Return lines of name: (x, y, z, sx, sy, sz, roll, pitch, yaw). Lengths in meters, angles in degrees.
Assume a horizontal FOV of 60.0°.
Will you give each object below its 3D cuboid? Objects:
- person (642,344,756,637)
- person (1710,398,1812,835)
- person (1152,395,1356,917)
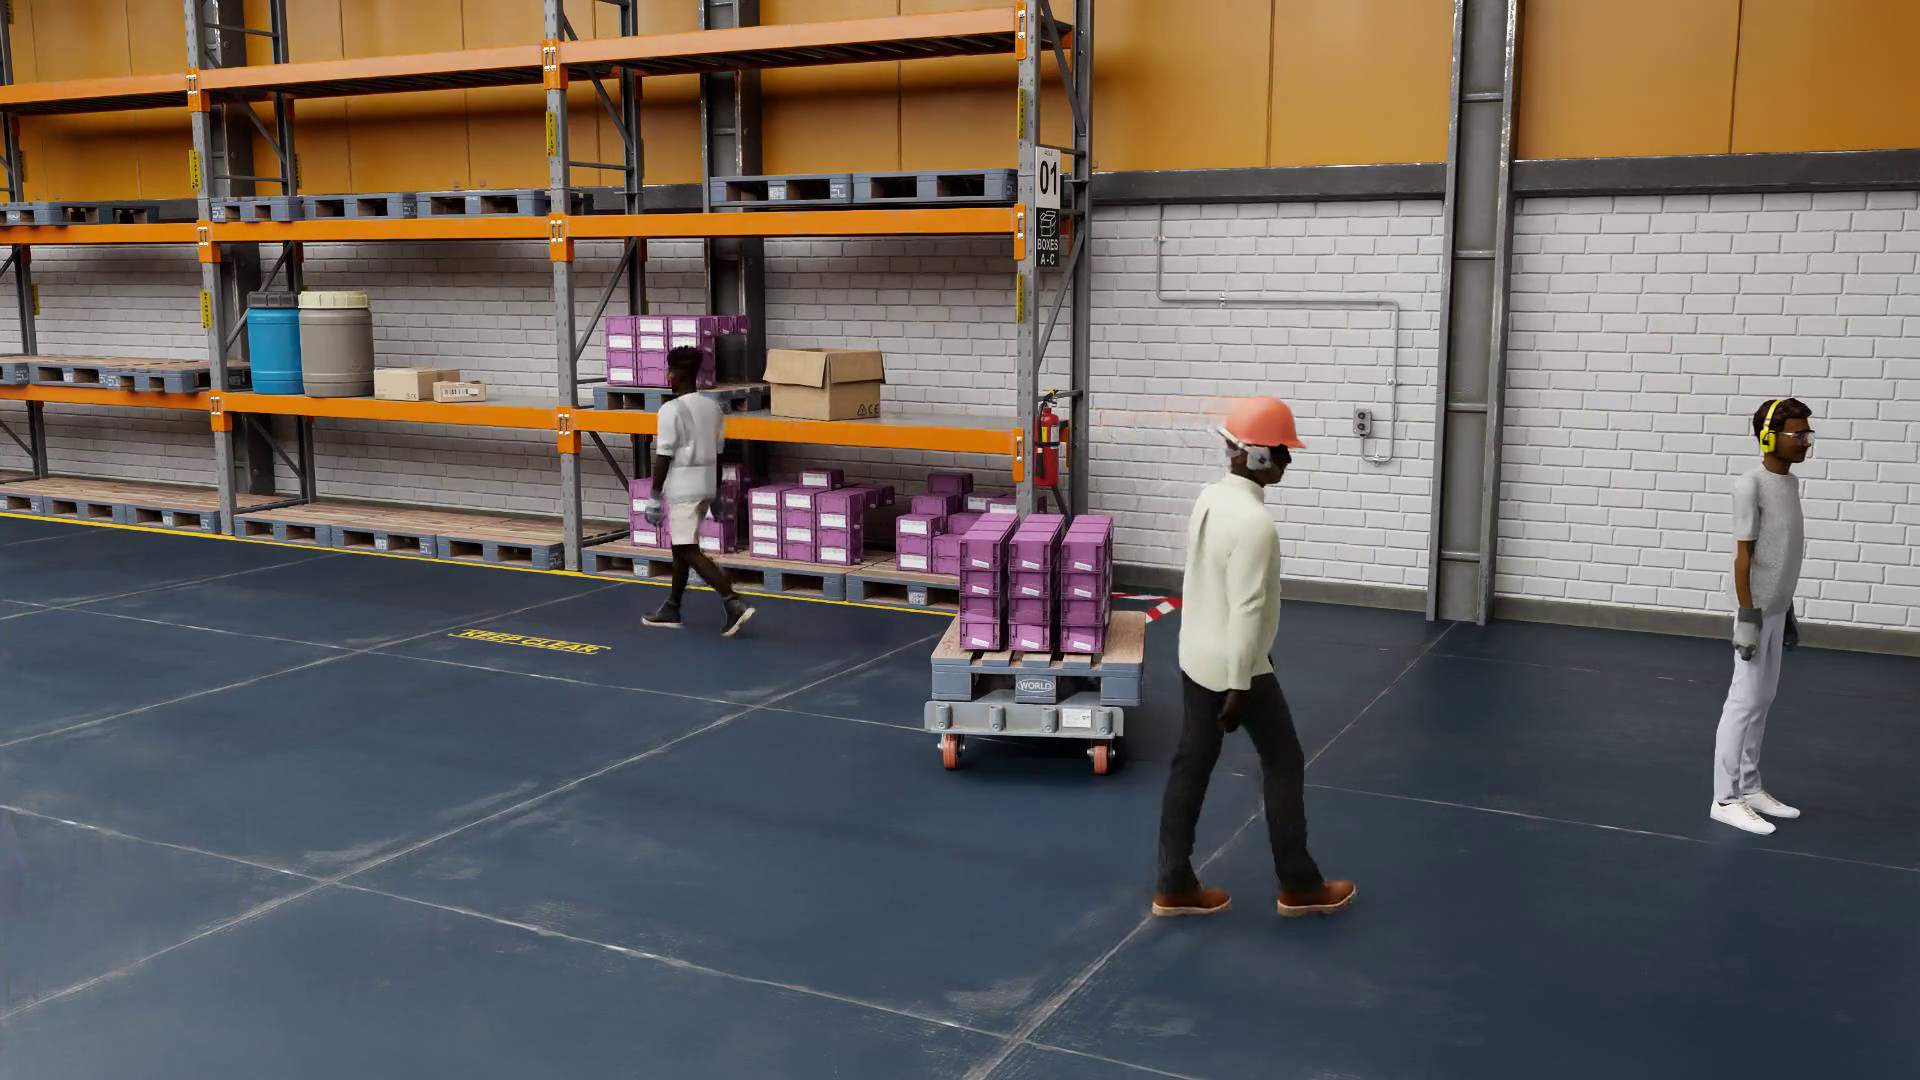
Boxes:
person: (-1.739, -0.323, 10.989, 0.922, 1.937, 0.613, 4, 10, 23)
person: (3.499, 0.319, 7.206, 0.516, 1.872, 0.324, -9, 13, -44)
person: (1.118, 0.444, 6.177, 0.883, 1.954, 0.612, -3, 10, -16)
